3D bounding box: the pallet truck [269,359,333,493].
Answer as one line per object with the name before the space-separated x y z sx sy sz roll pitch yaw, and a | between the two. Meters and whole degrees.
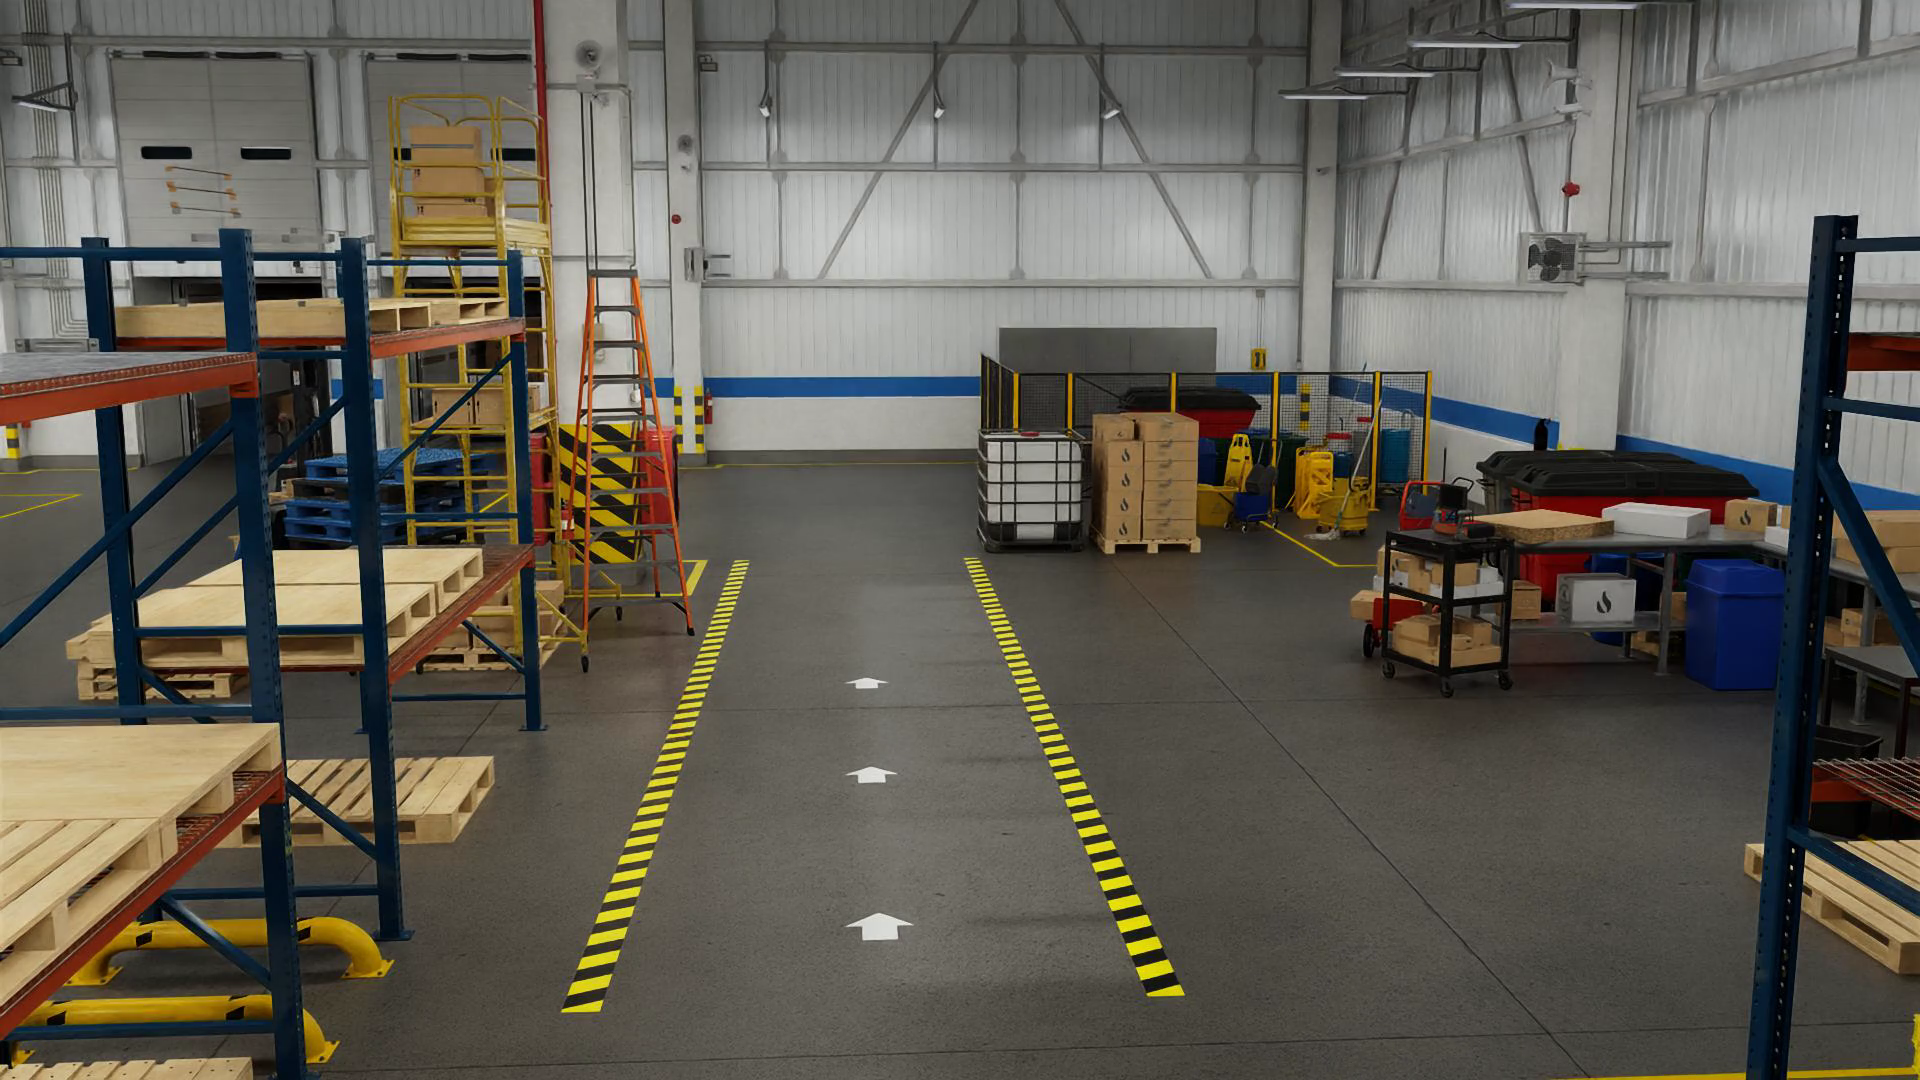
pallet truck | -7.062 -1.131 18.996 1.885 1.965 0.823 2 9 13
